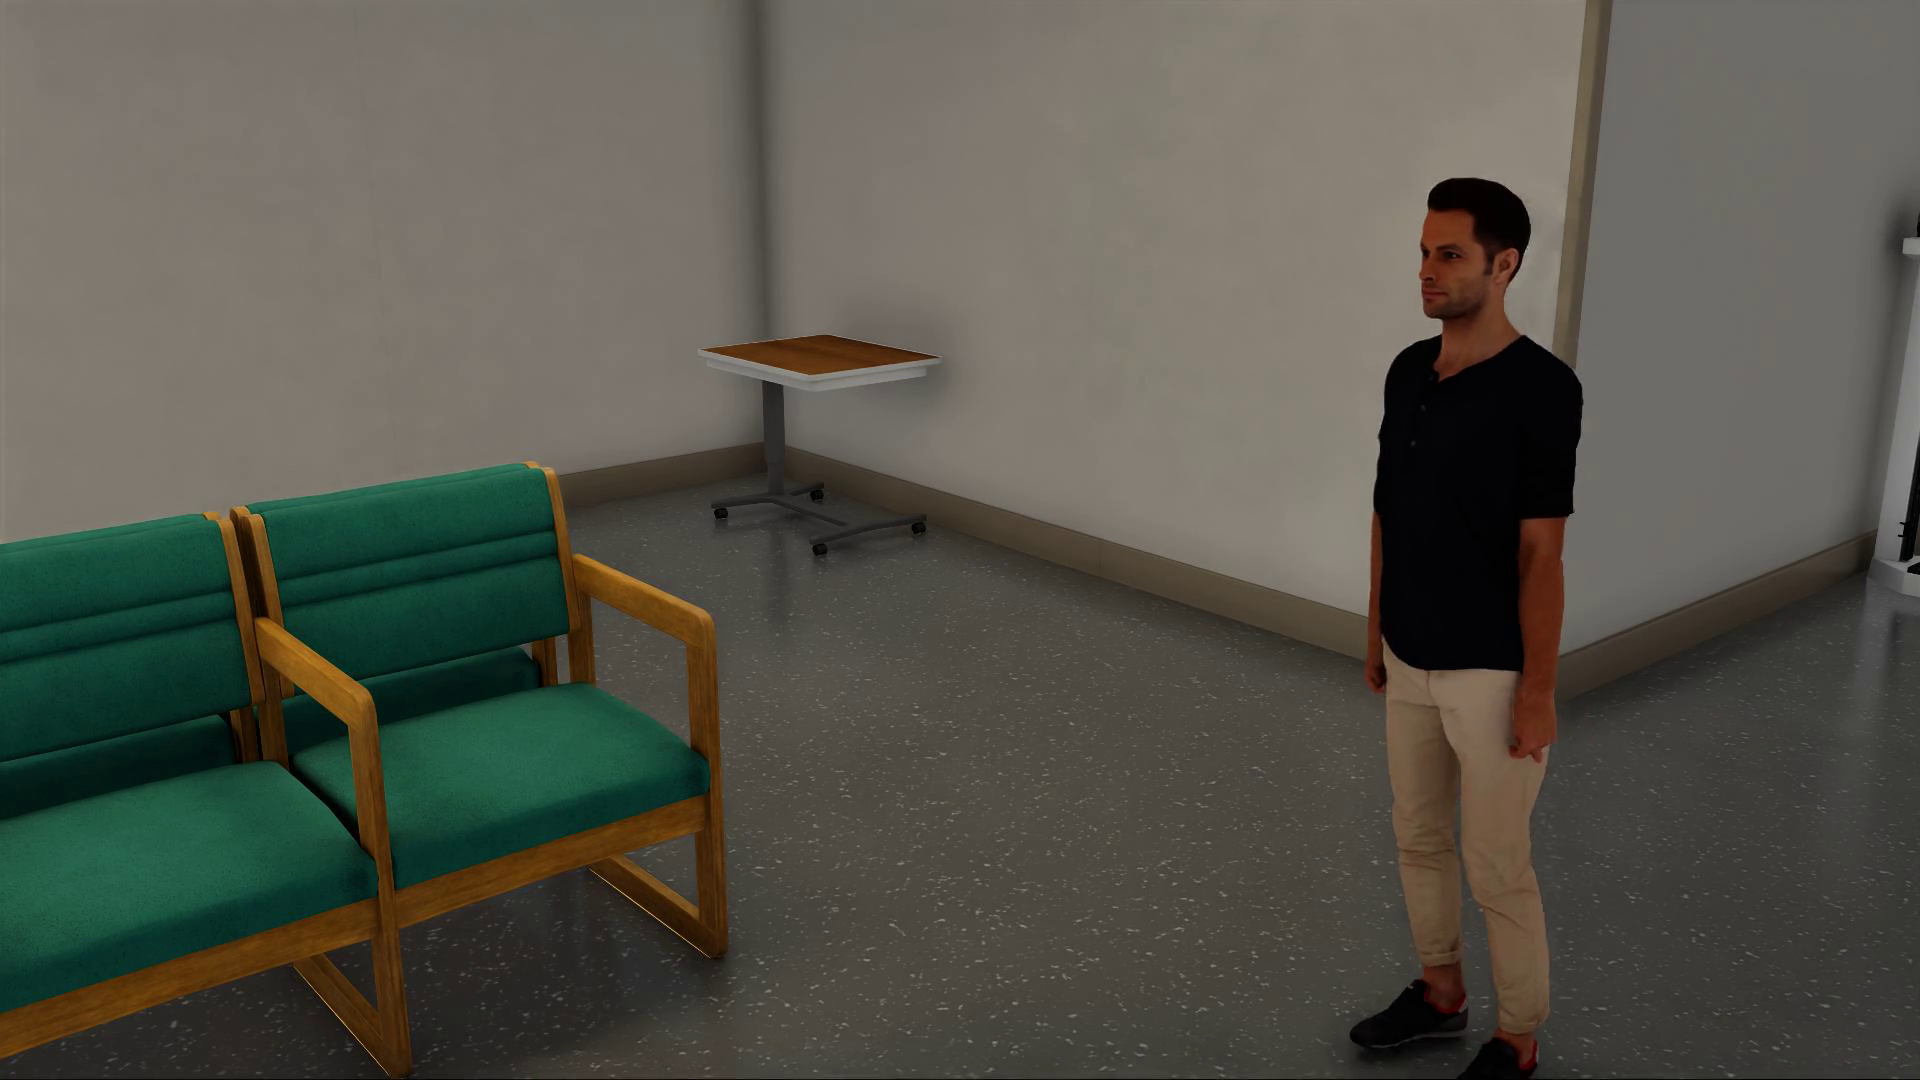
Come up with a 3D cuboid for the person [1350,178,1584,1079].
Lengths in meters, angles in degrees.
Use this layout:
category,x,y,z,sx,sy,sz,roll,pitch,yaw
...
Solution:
category,x,y,z,sx,sy,sz,roll,pitch,yaw
person,1.020,0.230,3.278,0.736,1.842,0.564,-9,18,-30
